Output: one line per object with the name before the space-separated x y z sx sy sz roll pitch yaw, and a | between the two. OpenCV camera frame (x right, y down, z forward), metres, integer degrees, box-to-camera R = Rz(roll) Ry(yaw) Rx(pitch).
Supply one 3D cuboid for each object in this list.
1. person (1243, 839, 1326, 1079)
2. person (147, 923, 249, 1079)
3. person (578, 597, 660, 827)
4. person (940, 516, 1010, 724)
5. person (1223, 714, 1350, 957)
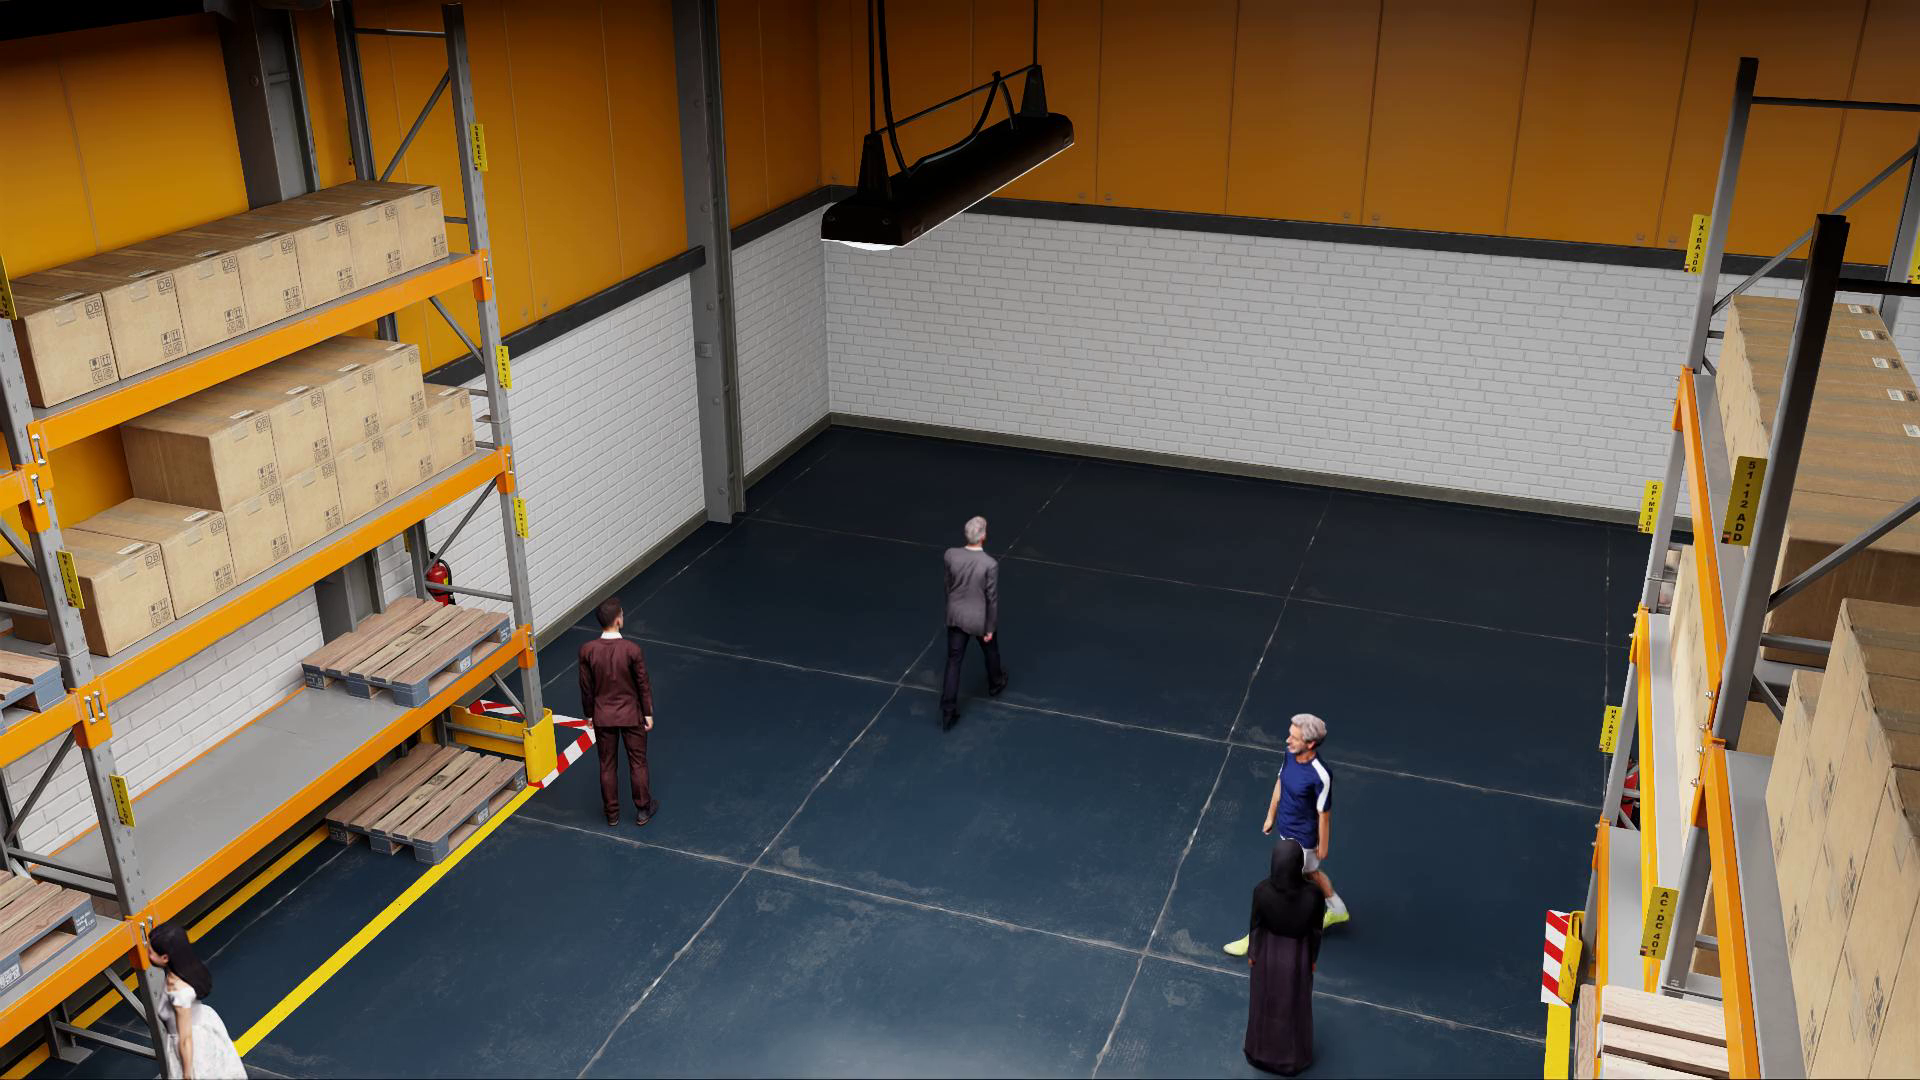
person | 1.967 2.525 10.129 0.643 1.615 0.630 4 24 10
person | -4.184 2.860 9.168 0.847 1.769 0.778 -9 25 -20
person | -2.587 1.311 12.596 0.756 1.862 0.716 0 24 -1
person | 0.050 0.704 14.079 0.720 1.787 1.192 9 25 20
person | 2.358 1.964 11.188 1.177 1.793 1.220 -7 25 -16
